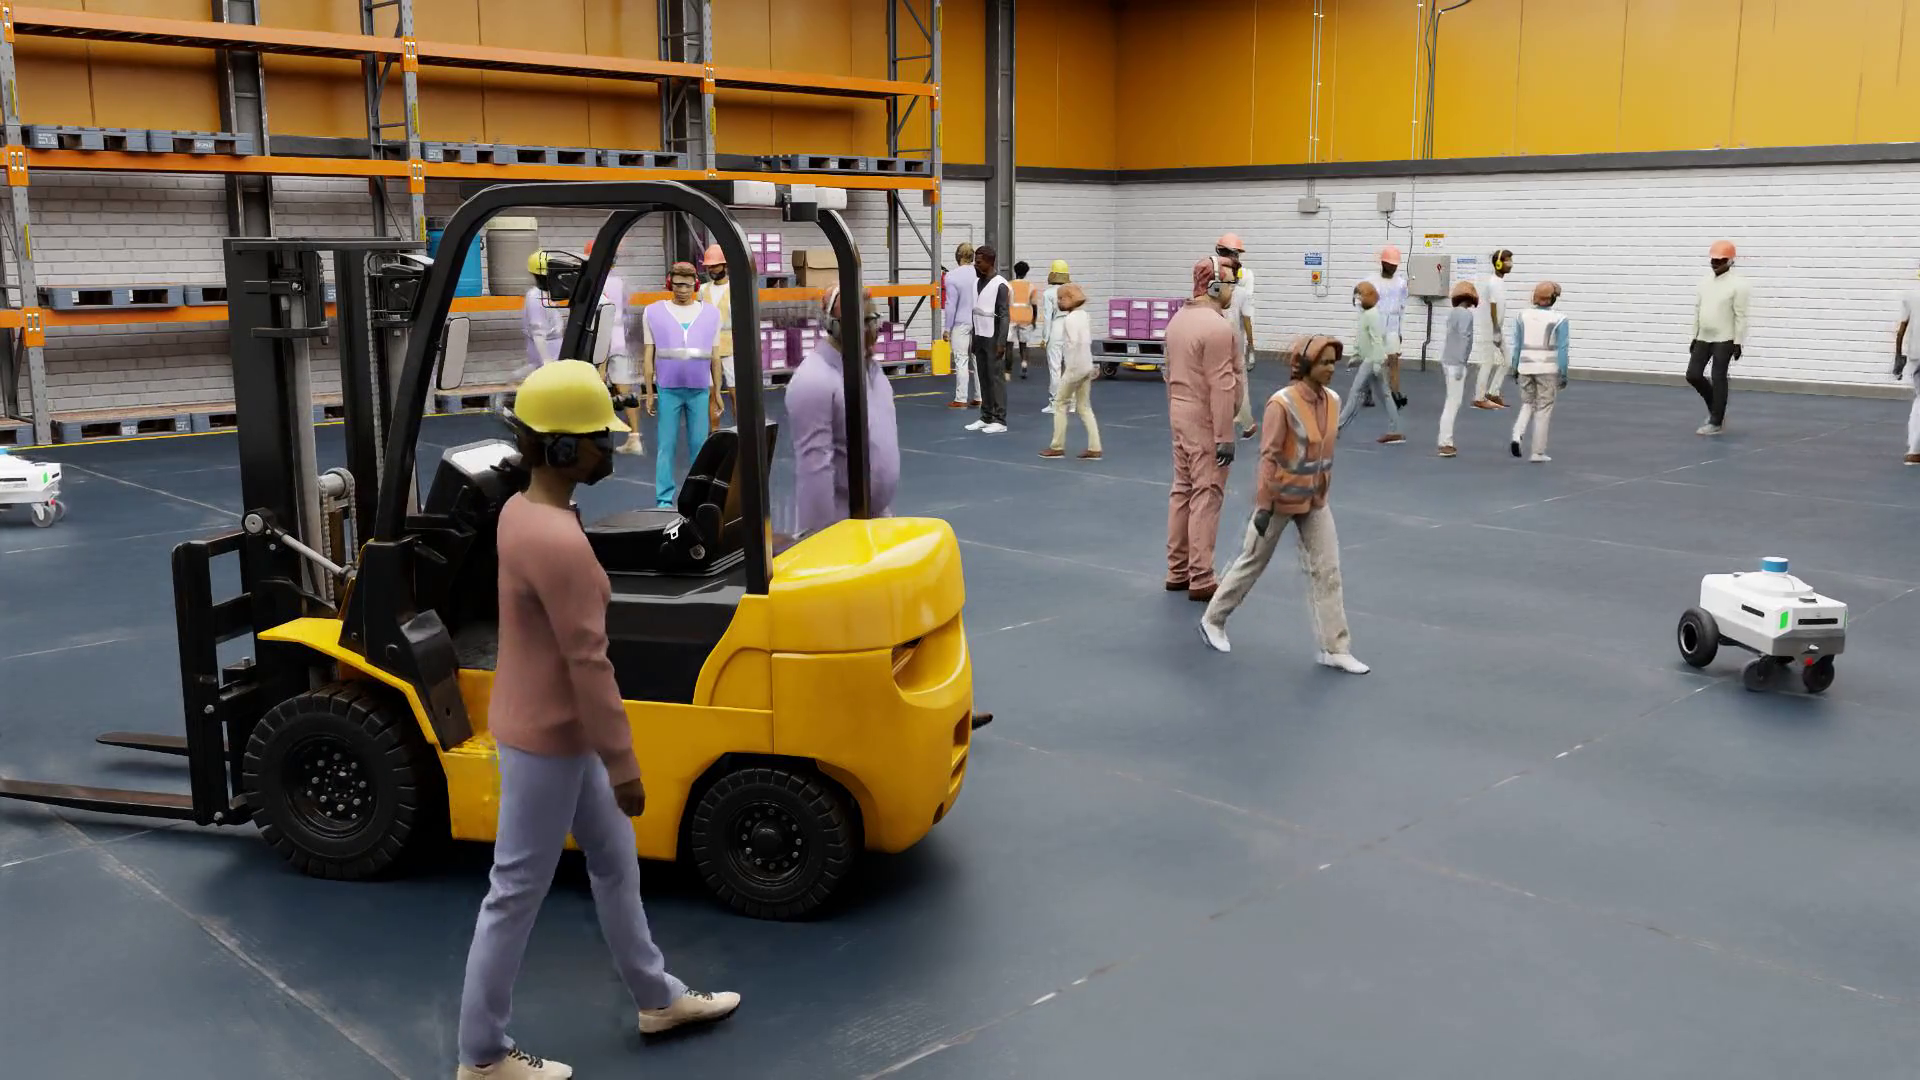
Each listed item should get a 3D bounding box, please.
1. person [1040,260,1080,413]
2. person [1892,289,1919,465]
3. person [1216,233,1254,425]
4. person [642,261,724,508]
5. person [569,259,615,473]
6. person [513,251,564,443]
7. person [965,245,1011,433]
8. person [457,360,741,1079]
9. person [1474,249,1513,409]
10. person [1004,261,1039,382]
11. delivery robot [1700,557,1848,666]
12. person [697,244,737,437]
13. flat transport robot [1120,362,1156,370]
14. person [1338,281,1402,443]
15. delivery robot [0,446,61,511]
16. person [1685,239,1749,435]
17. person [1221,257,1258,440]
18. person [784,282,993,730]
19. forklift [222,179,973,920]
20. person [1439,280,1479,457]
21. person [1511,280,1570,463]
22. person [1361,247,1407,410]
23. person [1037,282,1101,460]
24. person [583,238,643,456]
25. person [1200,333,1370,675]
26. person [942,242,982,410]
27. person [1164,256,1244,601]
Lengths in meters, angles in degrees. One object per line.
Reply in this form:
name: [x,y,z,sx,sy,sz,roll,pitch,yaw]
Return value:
person: [1.135,-2.320,19.005,0.484,1.745,0.296,-6,12,-29]
person: [8.629,-1.592,14.756,0.625,1.845,0.495,-6,12,-29]
person: [2.866,-2.257,17.860,0.606,2.039,0.395,6,12,28]
person: [-1.961,-1.048,11.810,0.563,1.838,0.388,-4,11,-19]
person: [-3.142,-1.465,14.089,0.344,1.839,0.505,-10,14,-43]
person: [-3.697,-1.620,14.822,0.601,1.883,0.656,-1,10,-5]
person: [0.314,-2.067,17.153,0.371,1.915,0.595,-6,12,-29]
person: [-0.844,0.449,3.920,0.826,1.727,0.543,-4,11,-22]
person: [6.273,-2.436,19.328,0.547,1.851,0.564,5,12,27]
person: [0.792,-3.014,22.979,0.609,1.665,0.443,-3,11,-14]
delivery robot: [3.703,0.322,7.589,0.477,0.478,0.707,-1,10,-6]
person: [-2.192,-1.736,15.291,0.548,1.936,0.378,4,11,22]
flat transport robot: [3.206,-2.709,25.145,1.431,0.197,0.652,-3,11,-16]
person: [3.910,-1.721,16.160,0.873,1.575,0.521,2,11,11]
delivery robot: [-6.673,-0.410,11.580,0.707,0.478,0.477,-2,11,-12]
person: [7.682,-2.046,16.865,0.464,1.978,0.634,-5,11,-24]
person: [2.663,-1.829,16.151,0.581,1.808,0.966,6,12,31]
person: [-0.399,-0.096,6.602,1.012,1.843,0.652,4,11,23]
forklift: [-1.114,-0.058,5.440,2.313,2.155,1.214,2,11,13]
person: [4.602,-1.582,15.345,0.363,1.605,0.657,0,10,2]
person: [5.171,-1.493,14.817,0.371,1.624,0.534,-9,14,-40]
person: [4.942,-2.452,19.358,0.585,1.869,1.020,-1,10,-6]
person: [1.000,-1.514,14.994,0.596,1.596,0.528,5,11,24]
person: [-3.337,-1.782,15.399,1.016,1.987,0.618,8,13,39]
person: [1.517,-0.197,7.870,0.528,1.583,0.904,-8,13,-37]
person: [0.070,-2.478,19.336,0.627,1.941,0.370,-7,13,-35]
person: [1.383,-0.619,9.287,0.402,1.906,0.652,-3,11,-16]
